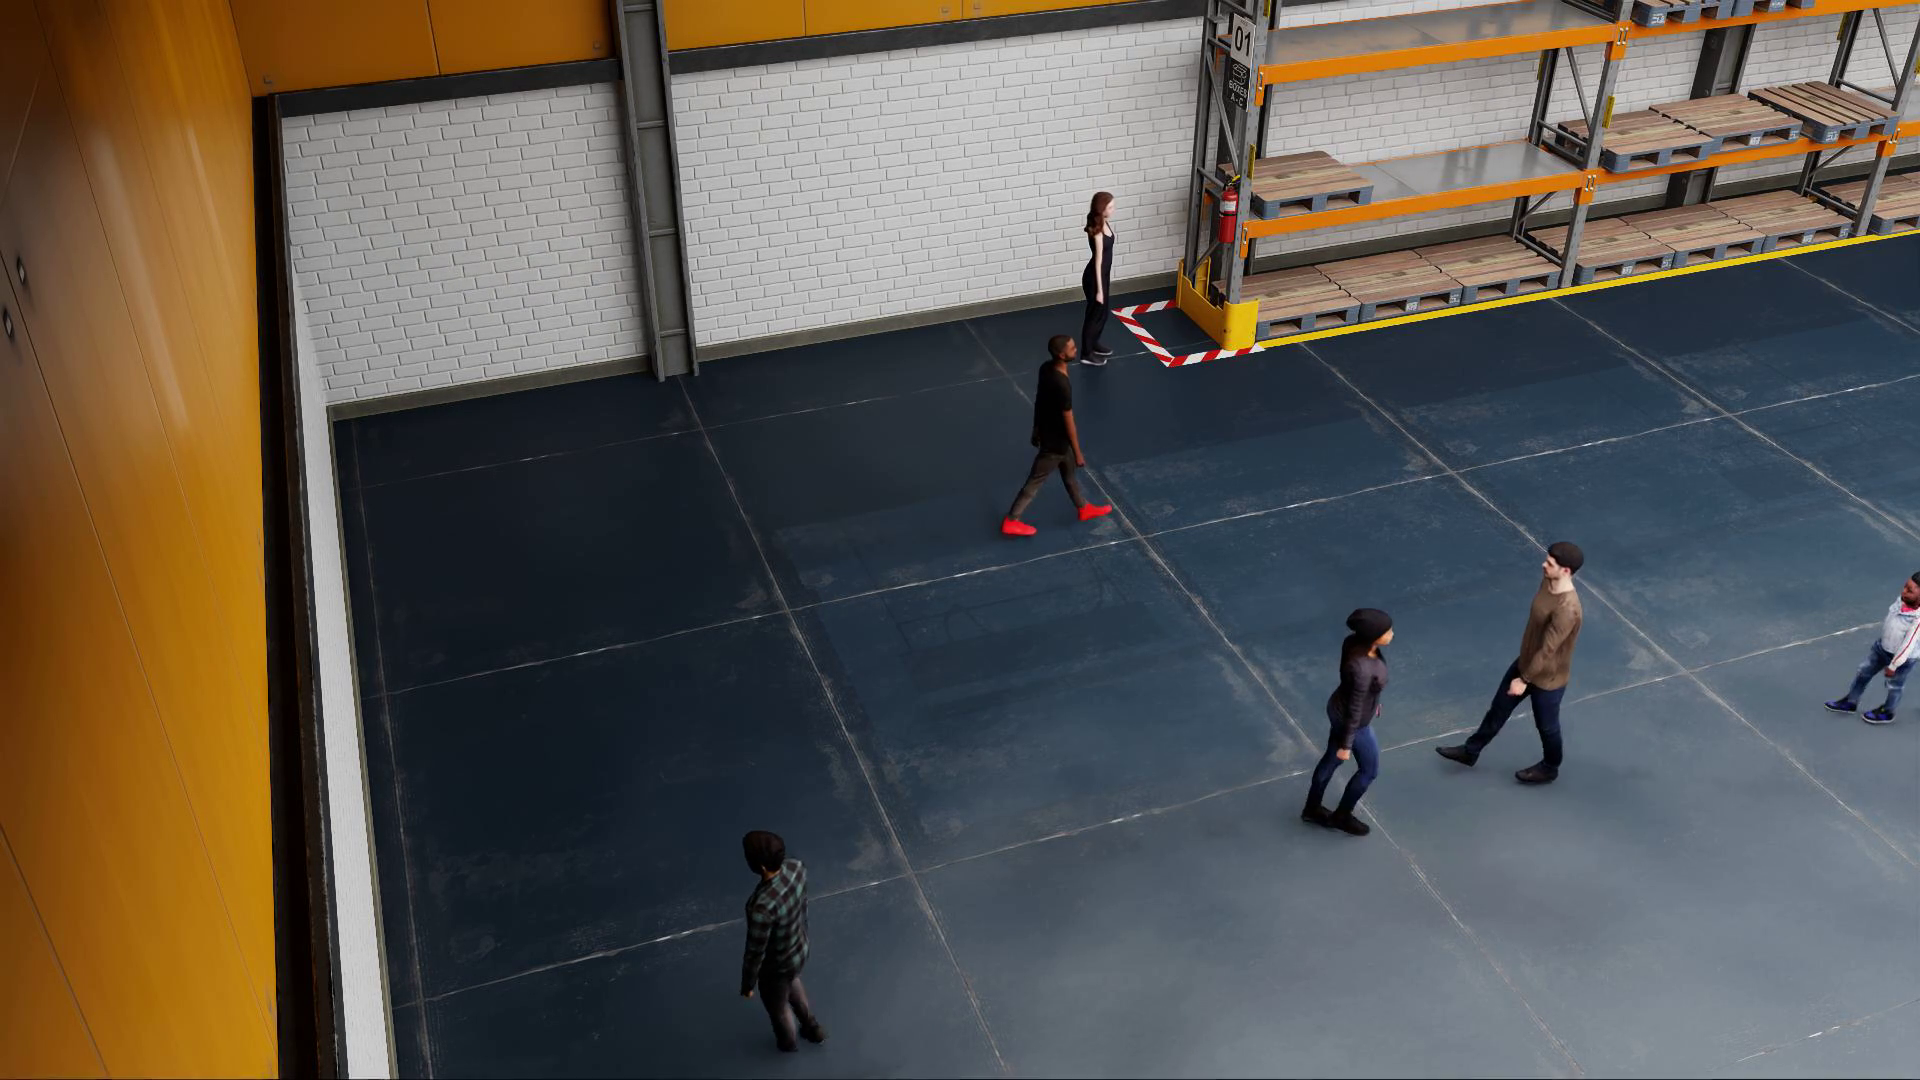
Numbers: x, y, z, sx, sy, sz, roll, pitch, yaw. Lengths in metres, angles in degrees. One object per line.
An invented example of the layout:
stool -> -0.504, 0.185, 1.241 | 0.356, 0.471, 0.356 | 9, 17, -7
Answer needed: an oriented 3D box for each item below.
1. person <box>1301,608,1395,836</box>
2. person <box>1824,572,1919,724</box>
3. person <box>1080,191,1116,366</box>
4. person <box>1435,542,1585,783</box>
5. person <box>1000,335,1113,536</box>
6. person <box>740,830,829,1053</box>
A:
person -> 2.339, 1.131, 10.388 | 0.808, 1.729, 0.779 | 2, 34, 3
person -> 6.493, 0.744, 11.406 | 0.738, 1.248, 0.611 | -1, 34, -2
person -> 1.293, -2.500, 15.840 | 0.699, 1.741, 0.678 | 7, 34, 10
person -> 3.819, 0.840, 10.716 | 1.111, 1.850, 0.853 | -1, 34, -1
person -> 0.654, -0.784, 13.244 | 1.234, 1.758, 0.775 | -7, 34, -10
person -> -0.912, 2.232, 8.967 | 0.845, 1.711, 0.814 | 14, 36, 20
